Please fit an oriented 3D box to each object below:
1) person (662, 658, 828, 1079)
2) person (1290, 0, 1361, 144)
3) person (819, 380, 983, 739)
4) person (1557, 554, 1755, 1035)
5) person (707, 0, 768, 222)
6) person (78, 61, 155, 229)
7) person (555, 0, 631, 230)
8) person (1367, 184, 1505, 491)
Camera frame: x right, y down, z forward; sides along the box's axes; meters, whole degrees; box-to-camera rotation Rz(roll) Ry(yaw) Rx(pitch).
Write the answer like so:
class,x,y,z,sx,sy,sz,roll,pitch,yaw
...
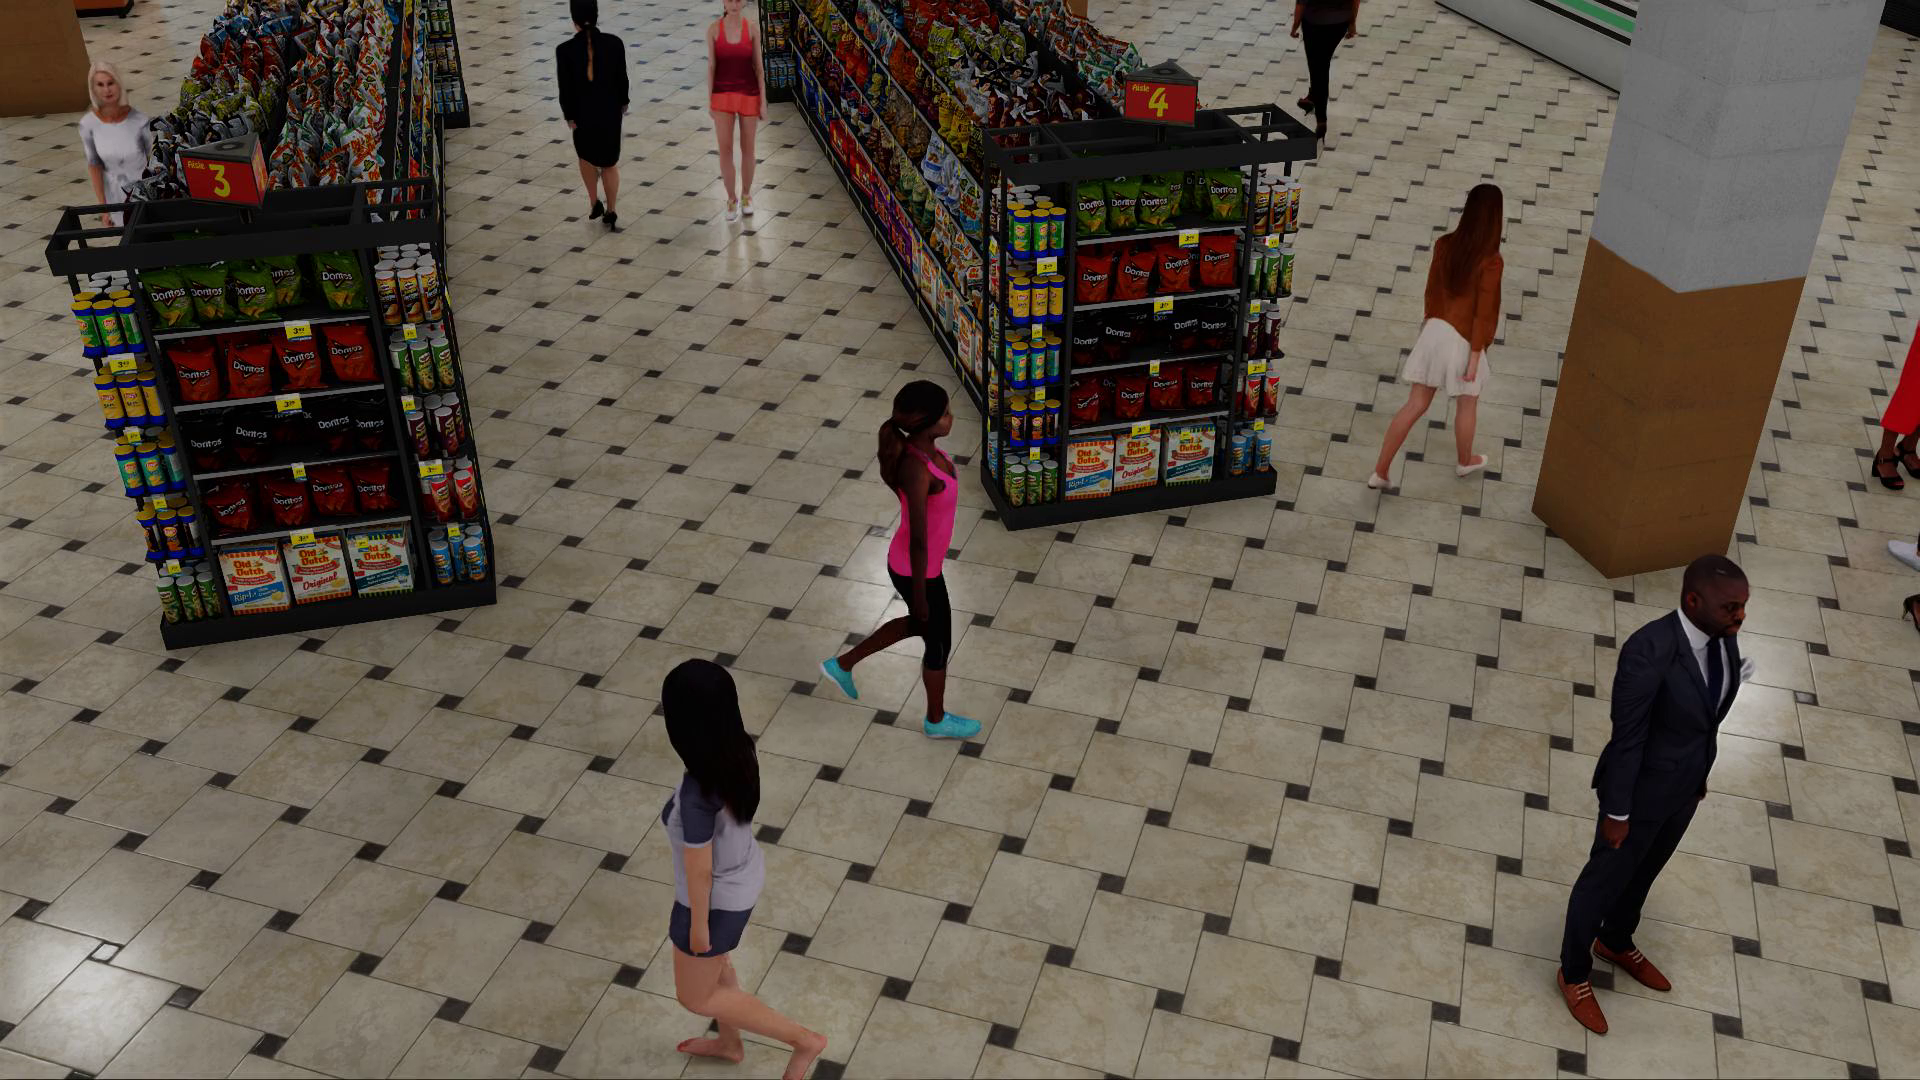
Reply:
class,x,y,z,sx,sy,sz,roll,pitch,yaw
person,-0.700,1.121,5.281,0.828,1.691,0.829,4,32,7
person,3.045,-4.161,13.660,0.660,1.809,1.025,-9,33,-14
person,-0.255,0.115,6.882,0.798,1.709,0.943,2,32,3
person,2.339,0.828,5.626,0.761,1.825,0.722,-19,37,-28
person,-1.645,-3.273,12.301,0.609,1.736,0.690,-5,32,-7
person,-5.264,-2.171,10.565,0.659,1.701,1.099,-12,34,-19
person,-2.601,-3.038,11.994,0.734,1.662,0.705,-13,34,-20
person,2.495,-0.982,8.673,0.984,1.681,1.140,-23,39,-32
